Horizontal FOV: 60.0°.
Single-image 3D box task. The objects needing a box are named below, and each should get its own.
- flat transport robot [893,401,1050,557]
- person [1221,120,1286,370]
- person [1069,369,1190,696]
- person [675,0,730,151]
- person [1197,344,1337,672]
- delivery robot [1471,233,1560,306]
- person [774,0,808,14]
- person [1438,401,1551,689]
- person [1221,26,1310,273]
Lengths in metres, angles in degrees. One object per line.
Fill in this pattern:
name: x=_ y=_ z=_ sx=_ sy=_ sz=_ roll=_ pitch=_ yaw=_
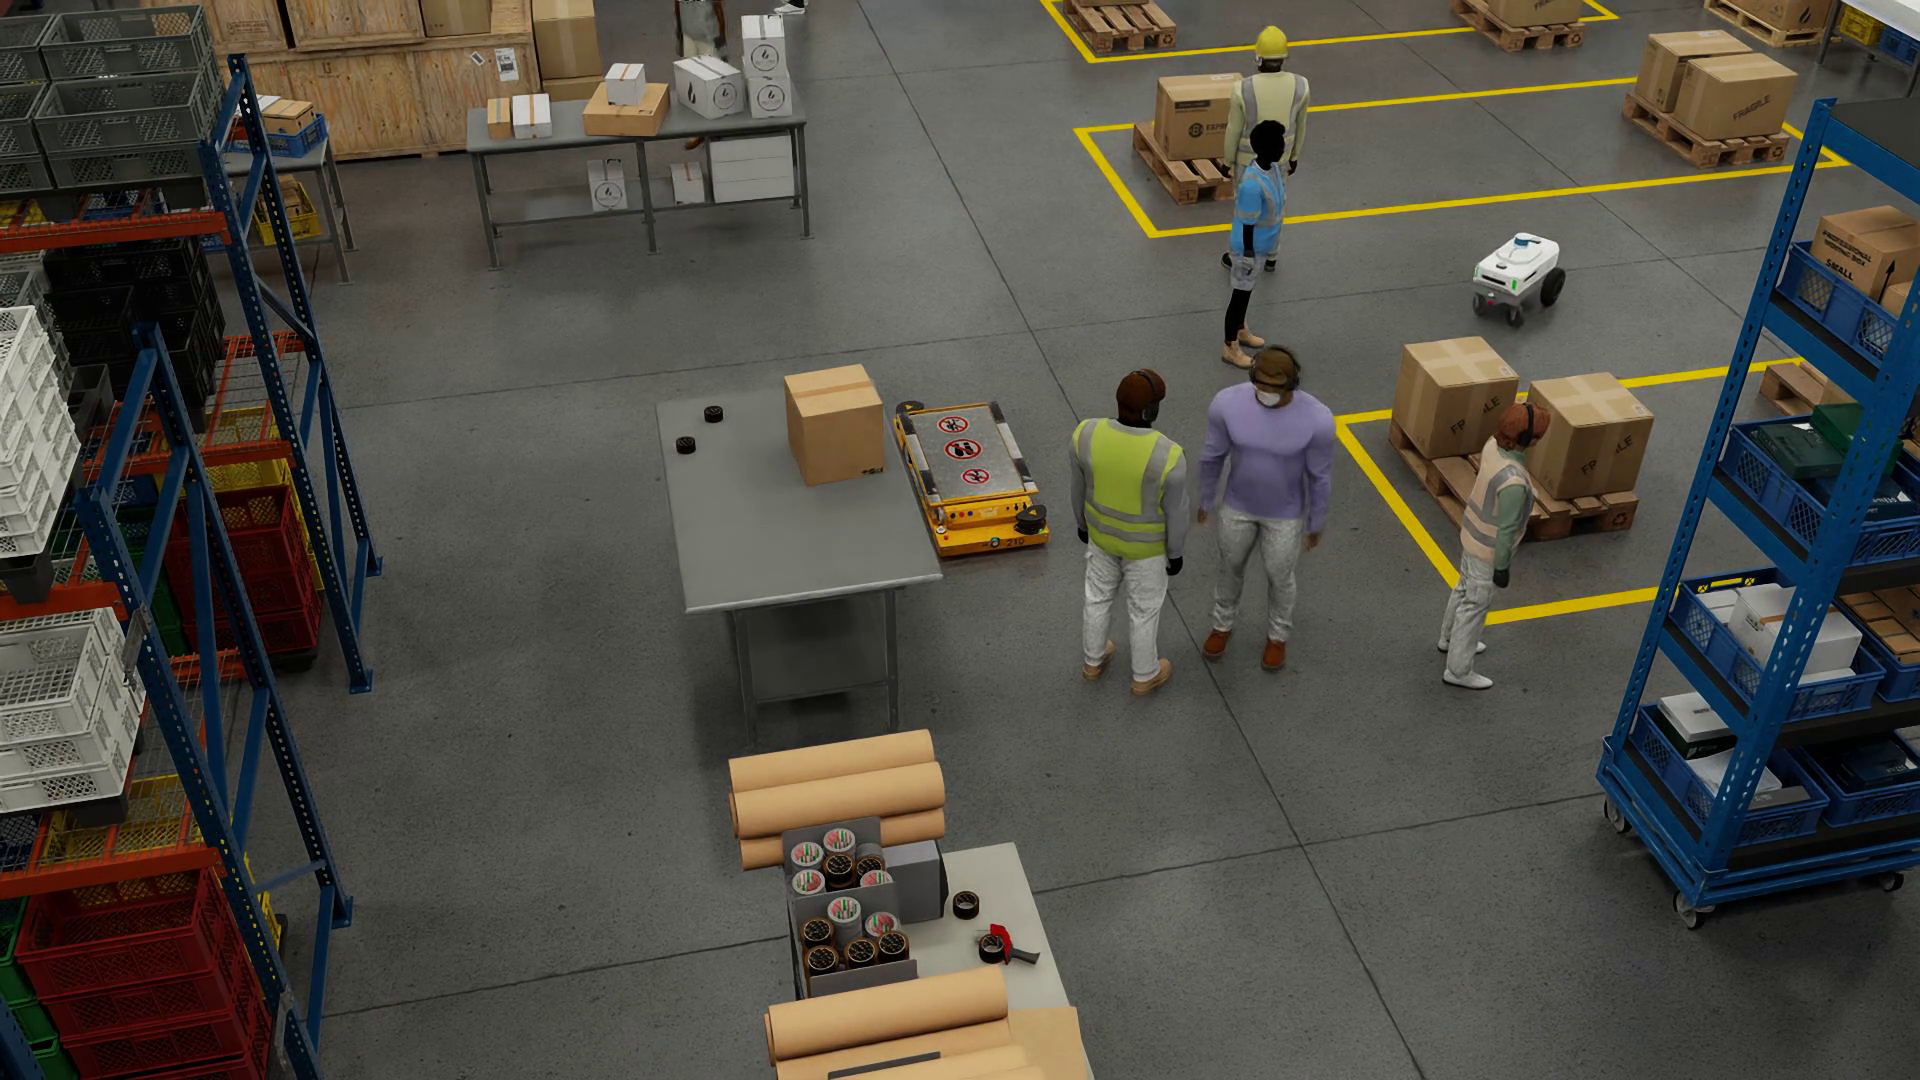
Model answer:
flat transport robot: x=0.046 y=-0.430 z=10.108 sx=0.652 sy=0.197 sz=1.431 roll=-8 pitch=37 yaw=-10
person: x=1.948 y=-1.962 z=10.980 sx=0.315 sy=1.695 sz=0.541 roll=13 pitch=39 yaw=17
person: x=0.847 y=-0.027 z=8.267 sx=0.620 sy=1.837 sz=0.429 roll=20 pitch=41 yaw=25
person: x=-2.138 y=-4.212 z=13.878 sx=0.525 sy=1.850 sz=0.603 roll=20 pitch=41 yaw=24
person: x=1.511 y=-0.162 z=8.369 sx=0.645 sy=1.929 sz=0.388 roll=14 pitch=39 yaw=19
delivery robot: x=3.956 y=-1.944 z=11.832 sx=0.477 sy=0.478 sz=0.707 roll=28 pitch=45 yaw=33
person: x=-1.692 y=-6.222 z=16.525 sx=0.391 sy=1.917 sz=0.593 roll=5 pitch=37 yaw=6
person: x=2.669 y=0.017 z=8.379 sx=0.312 sy=1.633 sz=0.517 roll=4 pitch=37 yaw=5
person: x=2.170 y=-2.787 z=11.974 sx=0.588 sy=1.837 sz=0.403 roll=-6 pitch=37 yaw=-8
